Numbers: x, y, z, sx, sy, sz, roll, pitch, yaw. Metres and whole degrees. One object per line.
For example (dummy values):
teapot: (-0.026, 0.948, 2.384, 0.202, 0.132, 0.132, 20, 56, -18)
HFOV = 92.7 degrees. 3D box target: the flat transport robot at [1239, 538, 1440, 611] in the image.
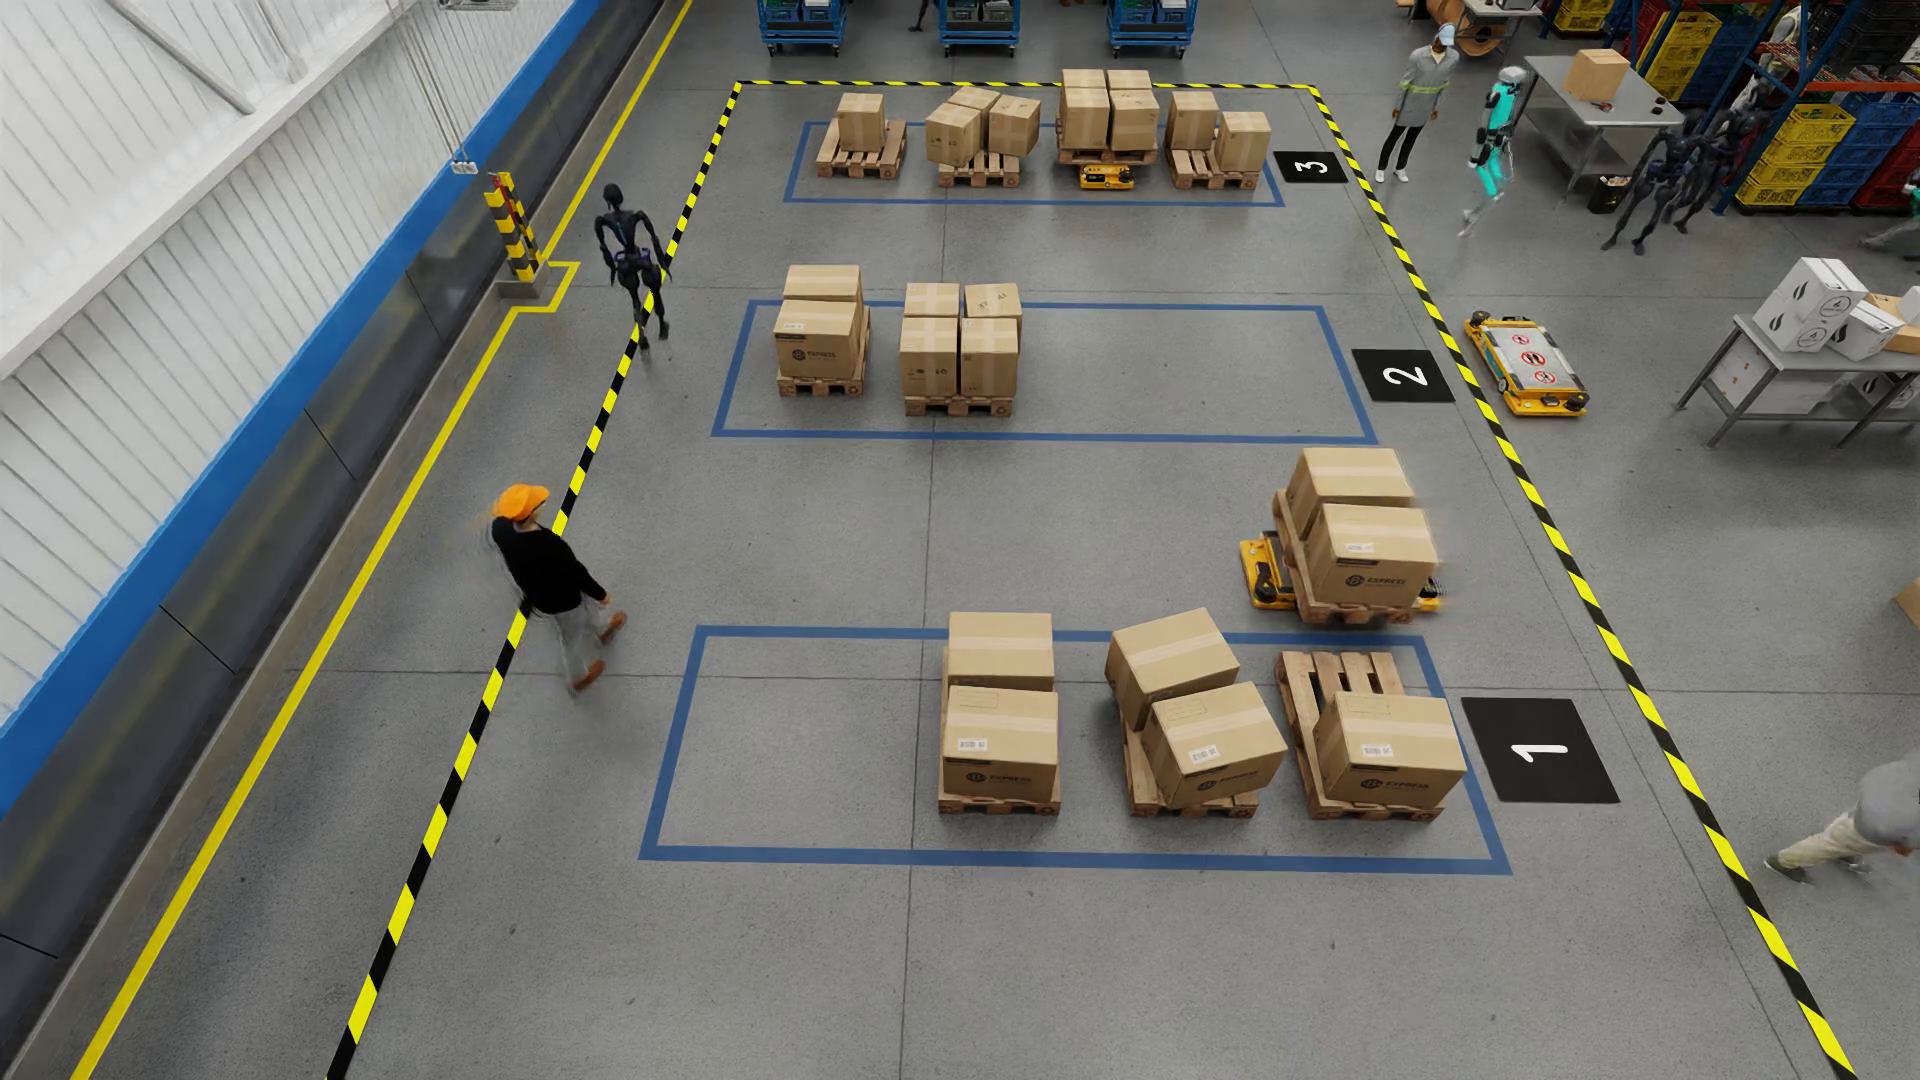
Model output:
flat transport robot: (3.018, 0.238, 7.309, 1.431, 0.197, 0.652, 1, 49, 1)

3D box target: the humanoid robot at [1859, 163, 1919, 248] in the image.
humanoid robot: (10.612, -3.948, 9.919, 0.745, 1.705, 0.531, 36, 58, 27)

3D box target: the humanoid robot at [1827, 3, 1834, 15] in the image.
humanoid robot: (12.861, -8.163, 13.702, 0.781, 1.634, 0.587, -25, 54, -20)

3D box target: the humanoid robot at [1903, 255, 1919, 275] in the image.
humanoid robot: (10.841, -3.606, 9.716, 0.320, 1.651, 0.593, 3, 49, 3)

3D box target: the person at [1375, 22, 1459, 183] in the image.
person: (5.499, -5.220, 11.005, 0.588, 1.851, 0.386, -1, 49, -1)

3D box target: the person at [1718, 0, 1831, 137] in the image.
person: (10.550, -6.142, 11.818, 0.616, 1.836, 0.431, -15, 51, -13)

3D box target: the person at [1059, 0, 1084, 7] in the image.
person: (1.893, -9.766, 14.893, 0.620, 1.932, 0.370, -14, 50, -12)

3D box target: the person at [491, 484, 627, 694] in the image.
person: (-2.663, 0.272, 6.250, 0.608, 1.849, 0.837, 22, 53, 18)

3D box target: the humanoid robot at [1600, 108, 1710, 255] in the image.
humanoid robot: (7.627, -3.892, 9.974, 0.615, 1.636, 0.420, 24, 53, 19)

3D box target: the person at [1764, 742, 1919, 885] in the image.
person: (5.391, 1.546, 5.225, 0.491, 1.741, 0.580, 24, 53, 19)

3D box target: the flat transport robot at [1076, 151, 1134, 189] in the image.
flat transport robot: (1.845, -4.982, 11.827, 0.652, 0.197, 1.431, 1, 49, 1)

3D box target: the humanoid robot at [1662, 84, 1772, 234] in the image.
humanoid robot: (8.540, -4.238, 10.270, 0.602, 1.653, 0.355, 5, 49, 4)

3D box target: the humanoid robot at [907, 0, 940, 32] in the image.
humanoid robot: (-0.493, -8.845, 14.290, 0.794, 1.620, 0.608, -18, 51, -15)

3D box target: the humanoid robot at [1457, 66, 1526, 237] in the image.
humanoid robot: (6.042, -4.270, 10.255, 0.539, 1.768, 0.779, -32, 56, -25)

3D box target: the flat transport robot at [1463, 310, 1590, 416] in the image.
flat transport robot: (5.573, -1.757, 9.054, 0.659, 0.231, 1.431, 1, 49, 1)

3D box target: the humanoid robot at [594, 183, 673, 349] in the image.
humanoid robot: (-3.127, -2.600, 8.848, 0.600, 1.642, 0.506, -7, 49, -6)

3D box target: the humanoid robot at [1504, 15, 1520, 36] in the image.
humanoid robot: (8.585, -8.516, 13.897, 0.543, 1.719, 0.780, 35, 57, 26)
